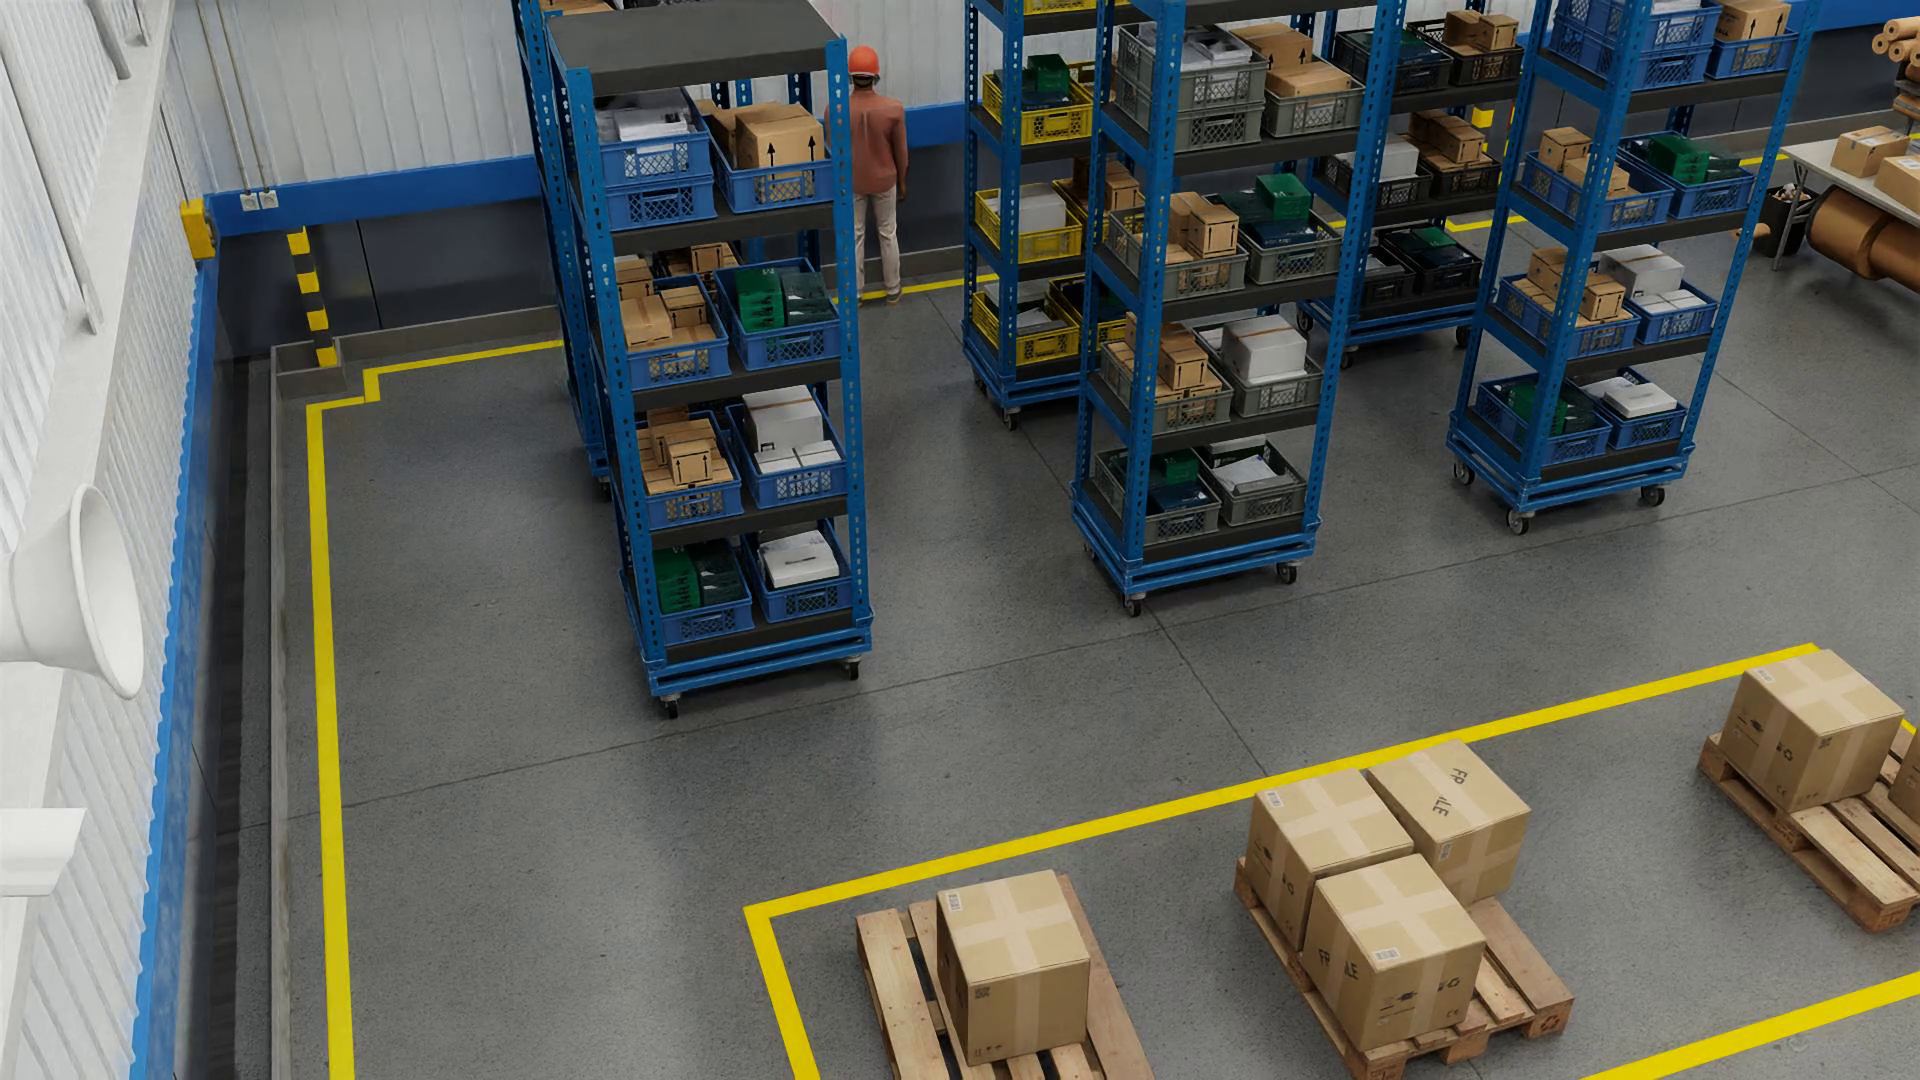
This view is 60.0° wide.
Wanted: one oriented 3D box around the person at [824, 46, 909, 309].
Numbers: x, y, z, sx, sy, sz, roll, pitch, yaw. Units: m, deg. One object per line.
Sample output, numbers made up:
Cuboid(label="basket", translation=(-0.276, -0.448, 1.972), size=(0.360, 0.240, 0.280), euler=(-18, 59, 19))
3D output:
Cuboid(label="person", translation=(-0.682, -2.665, 12.327), size=(0.608, 1.995, 0.377), euler=(-4, 35, -5))
